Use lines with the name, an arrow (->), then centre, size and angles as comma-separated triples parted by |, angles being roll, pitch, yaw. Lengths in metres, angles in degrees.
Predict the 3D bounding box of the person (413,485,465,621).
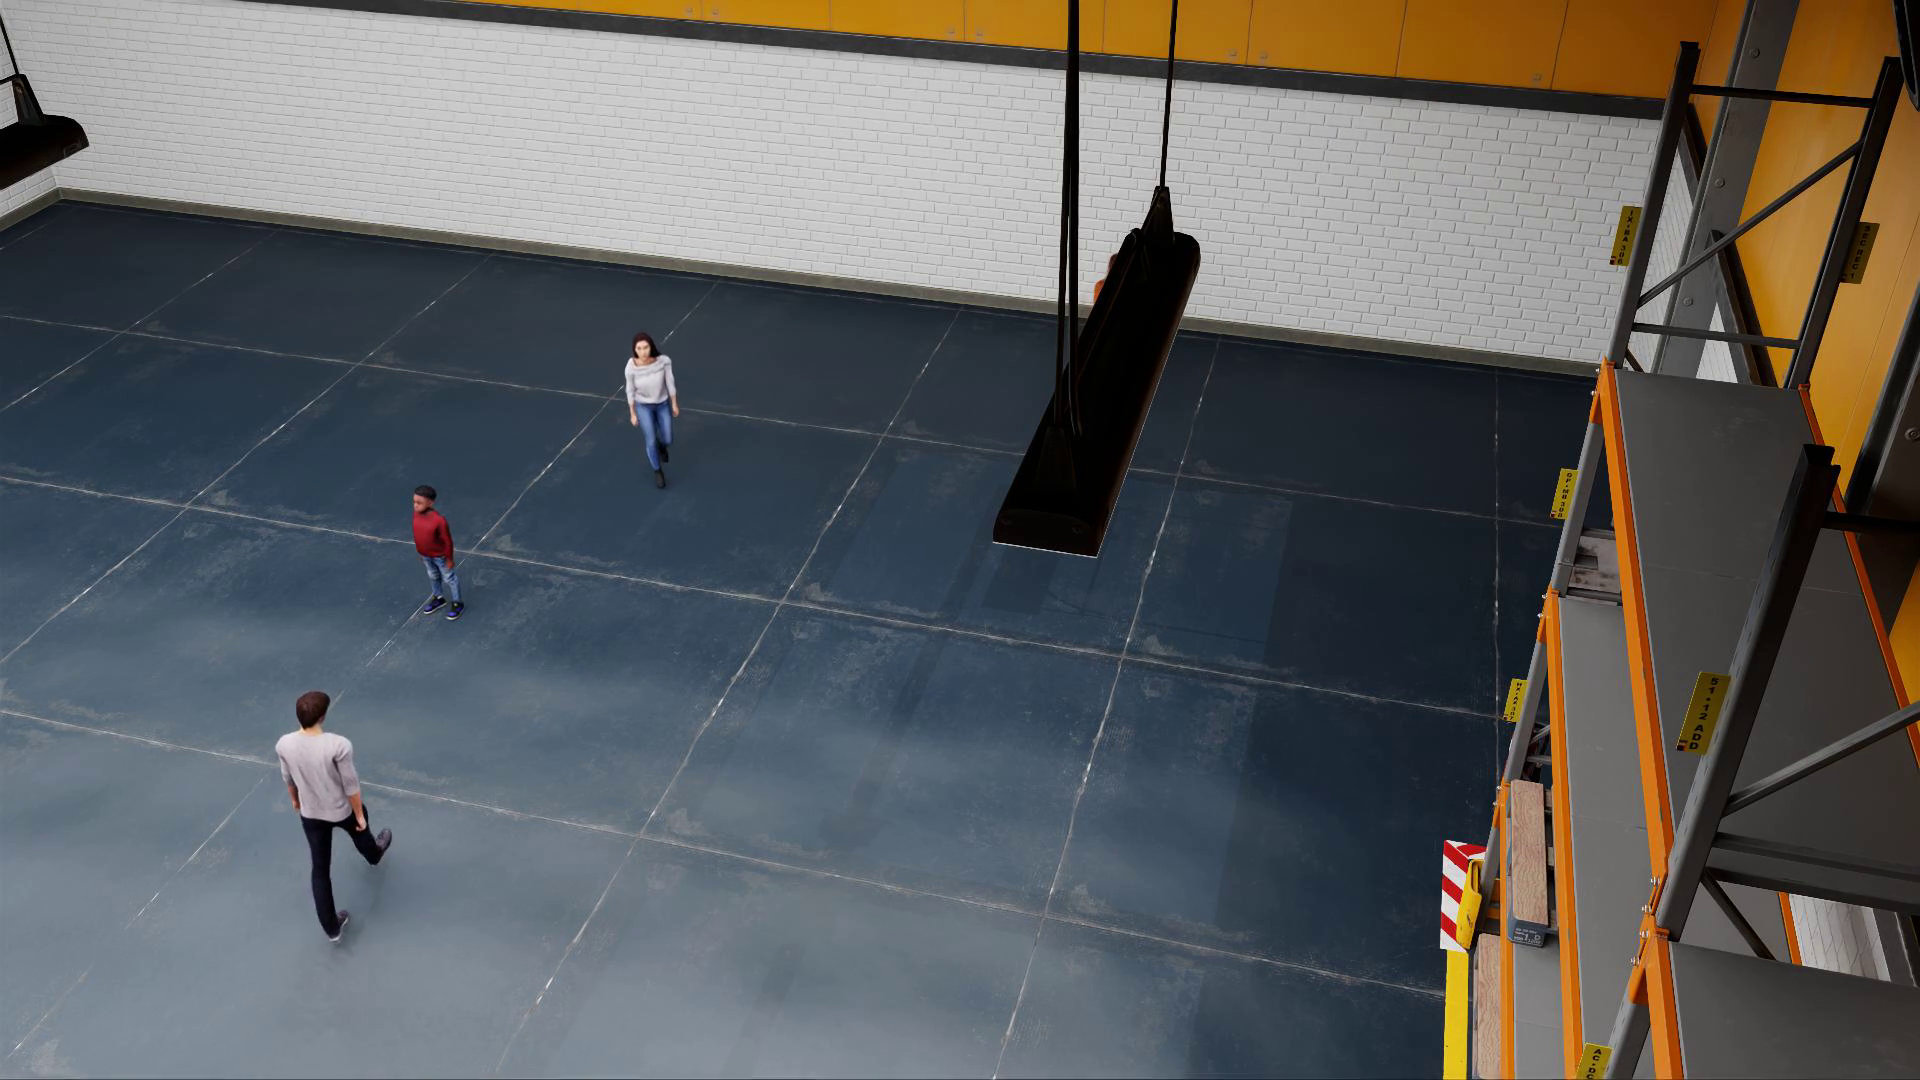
person -> -4.408, 0.085, 13.991 | 0.536, 1.255, 0.525 | 15, 36, 21

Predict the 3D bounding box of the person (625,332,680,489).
person -> -2.912, -1.274, 15.711 | 0.809, 1.614, 0.877 | -10, 35, -15

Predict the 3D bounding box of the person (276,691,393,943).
person -> -4.162, 1.840, 10.878 | 0.897, 1.779, 1.270 | 0, 34, 0
